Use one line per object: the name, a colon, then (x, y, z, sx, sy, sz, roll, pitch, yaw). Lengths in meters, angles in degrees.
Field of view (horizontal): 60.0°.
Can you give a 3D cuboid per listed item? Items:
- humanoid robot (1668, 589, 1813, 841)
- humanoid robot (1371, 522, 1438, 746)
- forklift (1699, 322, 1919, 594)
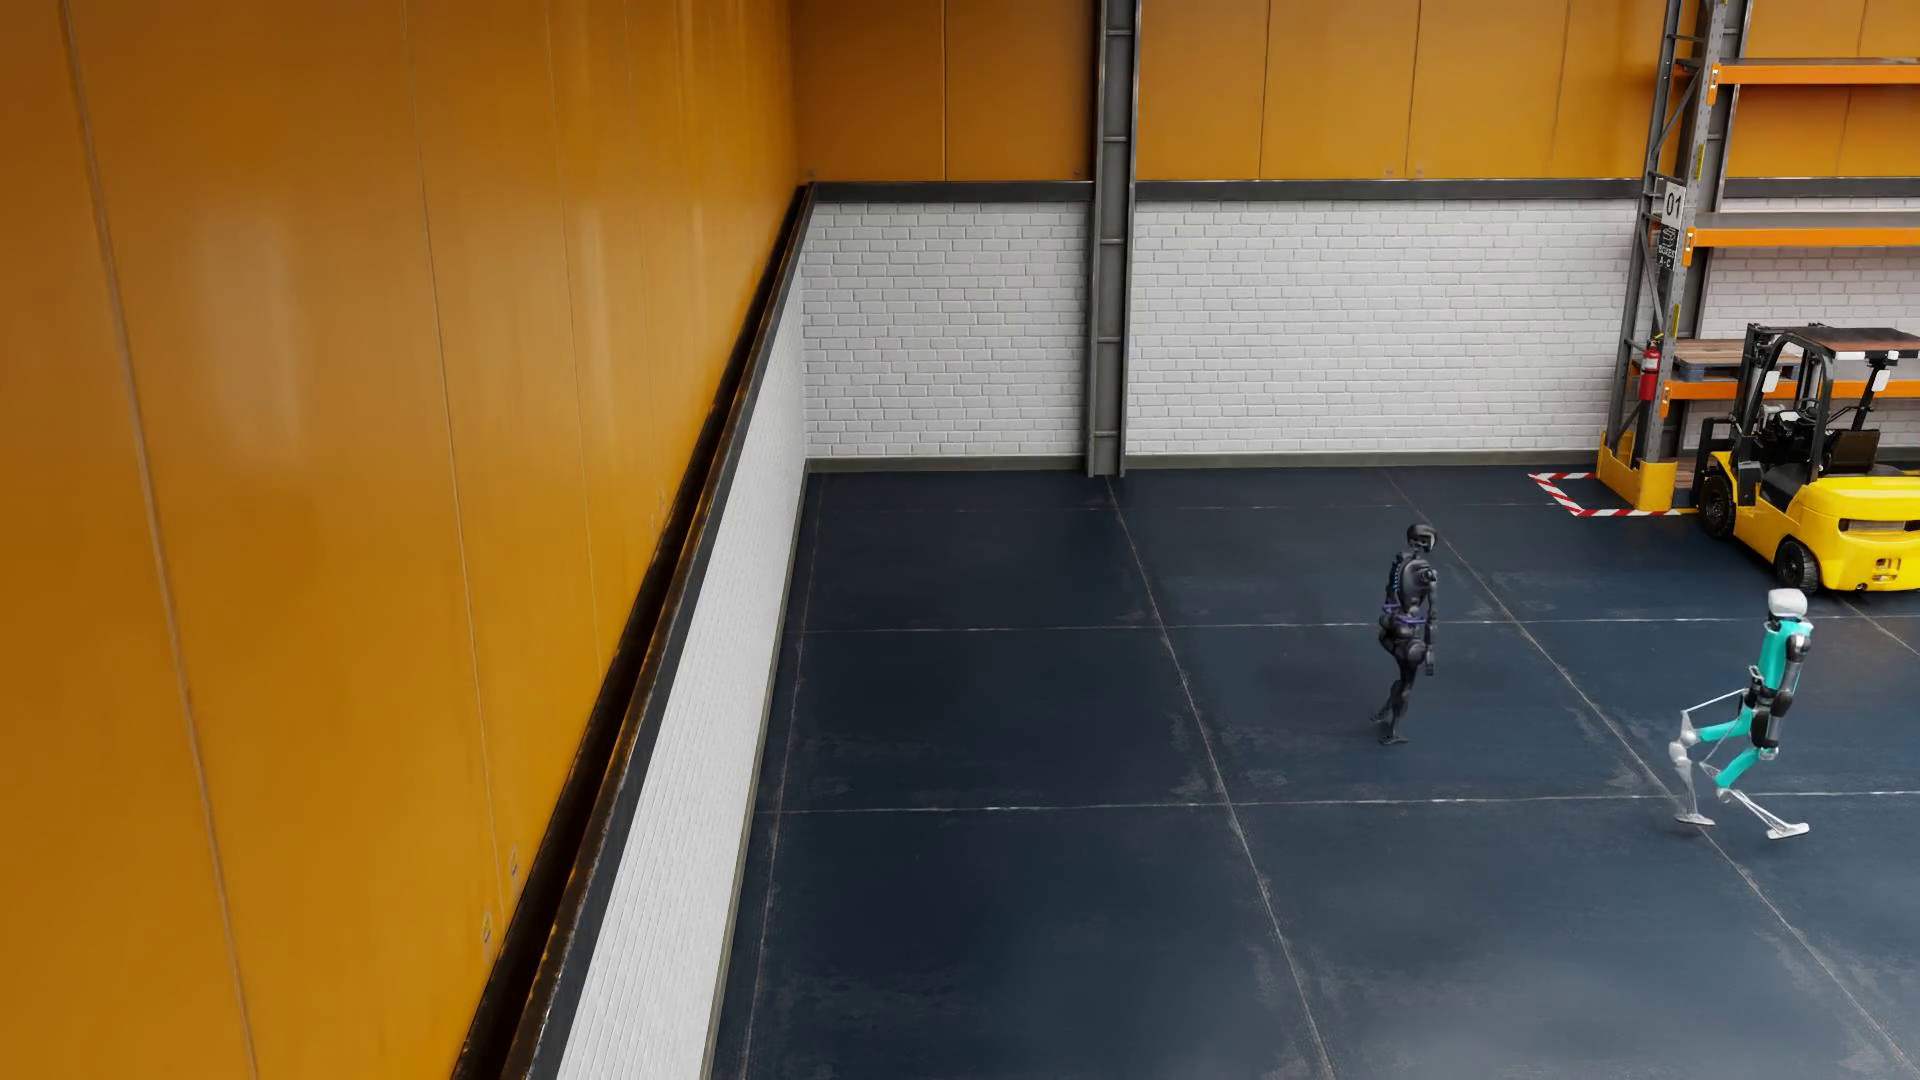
humanoid robot: (4.875, 1.117, 10.402, 1.007, 1.736, 0.547, 4, 21, 10)
humanoid robot: (3.159, 0.661, 11.726, 0.344, 1.643, 0.610, -7, 21, -18)
forklift: (7.809, -0.792, 14.926, 1.214, 2.155, 2.313, -1, 20, -2)
